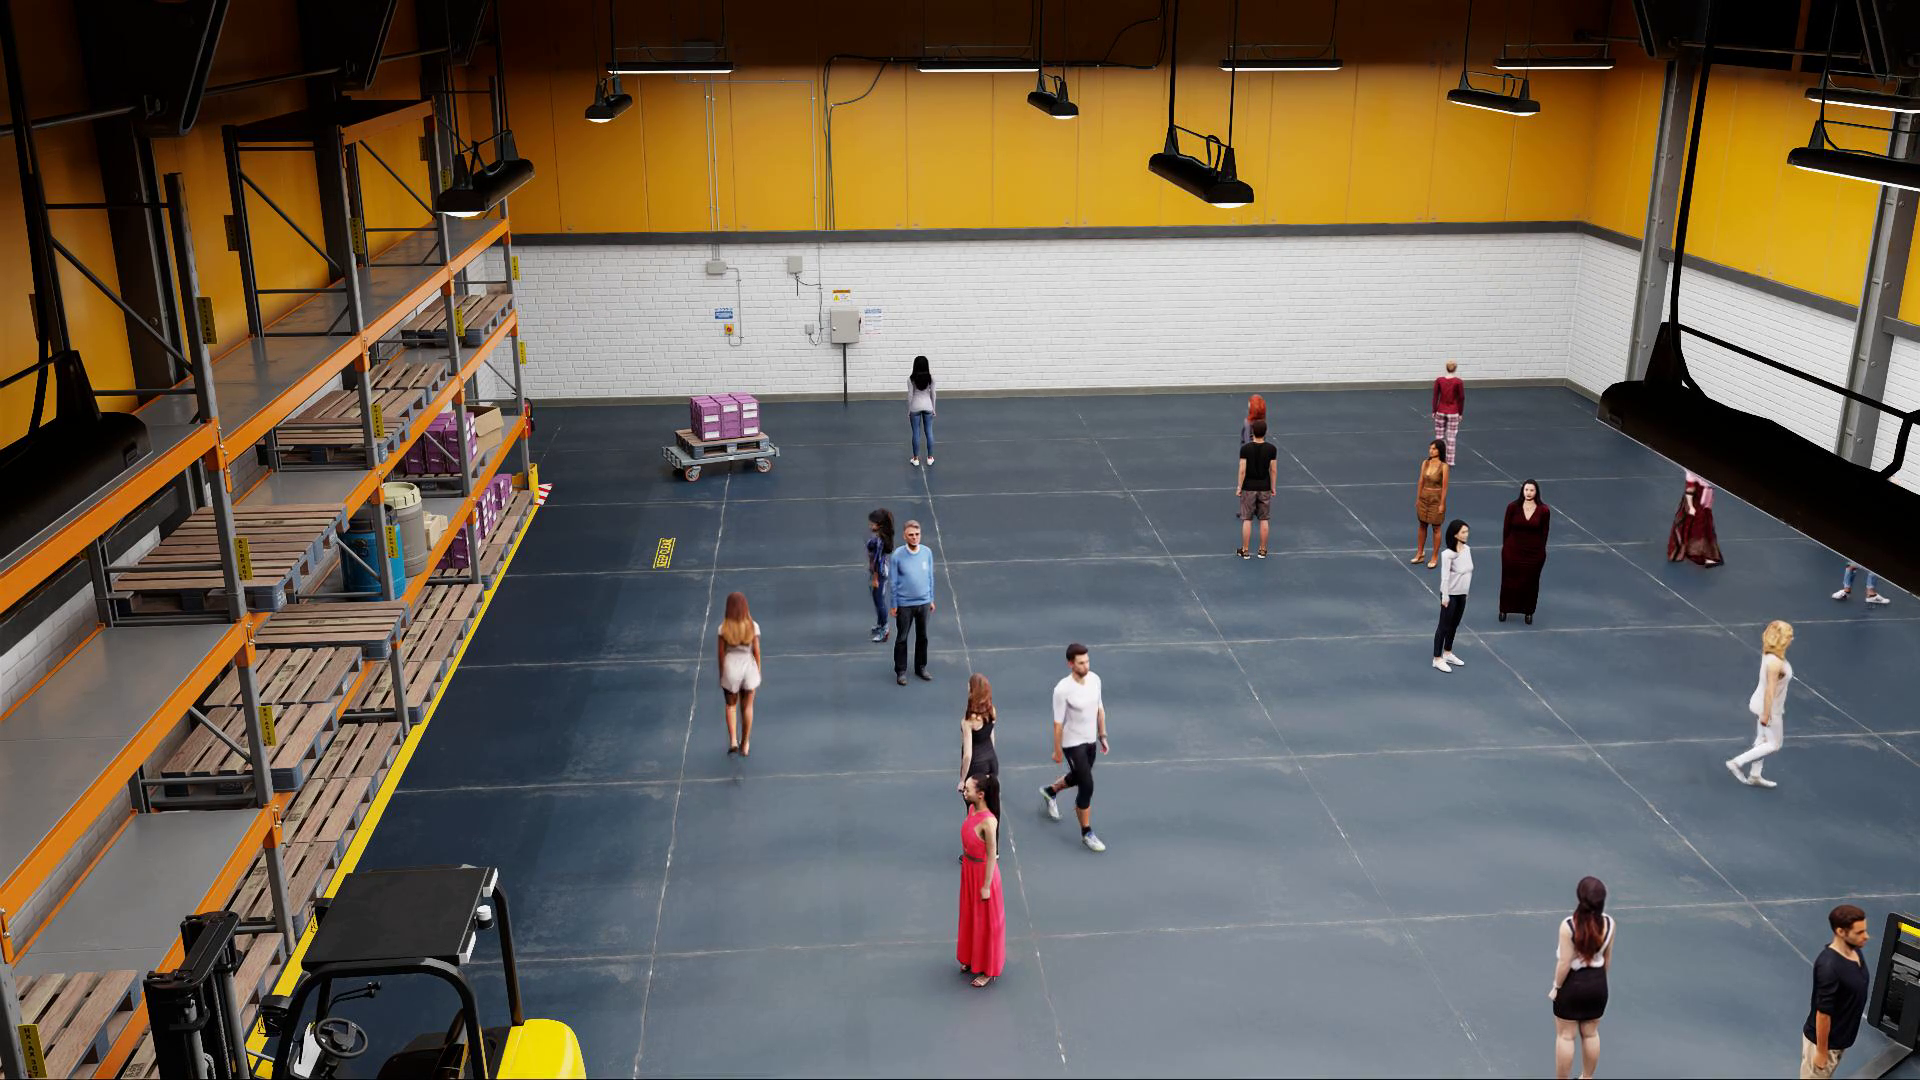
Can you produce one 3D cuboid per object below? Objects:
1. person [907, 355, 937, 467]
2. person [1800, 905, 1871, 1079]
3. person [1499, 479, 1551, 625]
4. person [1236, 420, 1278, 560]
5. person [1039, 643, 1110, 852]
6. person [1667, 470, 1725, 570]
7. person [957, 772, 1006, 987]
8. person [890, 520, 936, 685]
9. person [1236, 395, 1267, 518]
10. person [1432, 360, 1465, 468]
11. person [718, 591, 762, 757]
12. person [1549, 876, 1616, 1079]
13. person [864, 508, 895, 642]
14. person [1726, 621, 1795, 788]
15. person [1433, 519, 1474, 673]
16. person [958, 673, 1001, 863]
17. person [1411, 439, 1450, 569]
[{"bbox_3d":[-0.596,-2.024,25.929,0.620,1.736,0.548,-3,19,-10],"label":"person"},{"bbox_3d":[5.457,3.115,10.475,0.747,1.859,0.700,16,25,40],"label":"person"},{"bbox_3d":[6.613,0.126,19.510,0.754,1.758,0.742,6,20,17],"label":"person"},{"bbox_3d":[3.864,-0.670,21.711,0.681,1.861,0.579,-1,19,-2],"label":"person"},{"bbox_3d":[0.994,1.752,14.585,1.101,1.819,1.239,-16,24,-40],"label":"person"},{"bbox_3d":[9.410,-0.437,21.442,0.798,1.592,1.115,-6,20,-18],"label":"person"},{"bbox_3d":[0.150,2.524,12.439,0.743,1.726,0.609,-8,20,-22],"label":"person"},{"bbox_3d":[-0.508,0.640,17.891,0.721,1.817,0.666,-7,20,-21],"label":"person"},{"bbox_3d":[4.114,-1.173,23.335,0.662,1.779,0.680,-14,23,-36],"label":"person"},{"bbox_3d":[7.587,-1.985,25.874,0.677,1.697,0.685,10,21,27],"label":"person"},{"bbox_3d":[-2.119,1.334,16.041,0.566,1.682,0.676,-2,19,-5],"label":"person"},{"bbox_3d":[4.150,3.003,11.139,0.570,1.647,0.537,-4,19,-12],"label":"person"},{"bbox_3d":[-0.941,0.385,18.973,0.753,1.611,0.494,1,19,2],"label":"person"},{"bbox_3d":[7.449,1.531,15.494,0.775,1.659,0.738,5,19,14],"label":"person"},{"bbox_3d":[5.404,0.585,18.237,0.709,1.701,0.752,-17,25,-41],"label":"person"},{"bbox_3d":[0.181,1.948,14.116,0.718,1.747,0.661,15,24,38],"label":"person"},{"bbox_3d":[6.080,-0.480,21.416,0.696,1.690,0.609,-16,24,-38],"label":"person"}]
